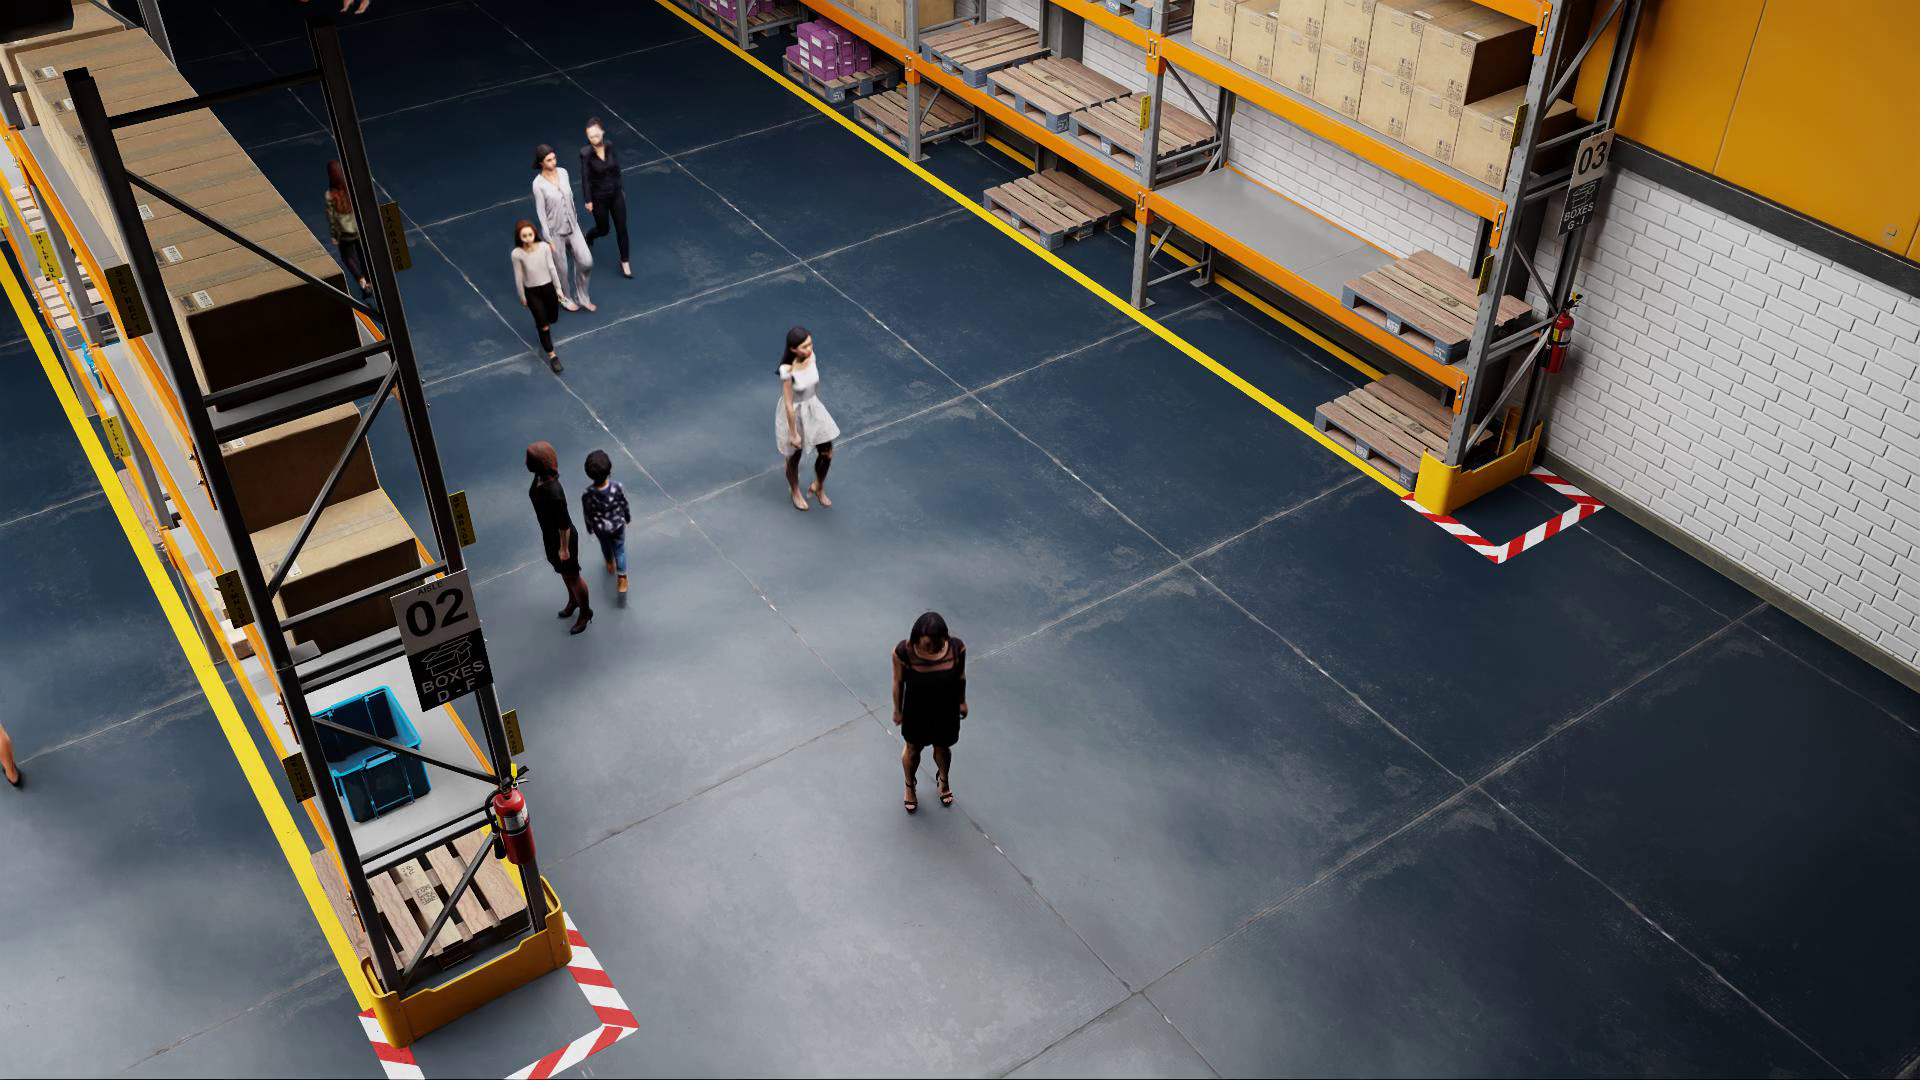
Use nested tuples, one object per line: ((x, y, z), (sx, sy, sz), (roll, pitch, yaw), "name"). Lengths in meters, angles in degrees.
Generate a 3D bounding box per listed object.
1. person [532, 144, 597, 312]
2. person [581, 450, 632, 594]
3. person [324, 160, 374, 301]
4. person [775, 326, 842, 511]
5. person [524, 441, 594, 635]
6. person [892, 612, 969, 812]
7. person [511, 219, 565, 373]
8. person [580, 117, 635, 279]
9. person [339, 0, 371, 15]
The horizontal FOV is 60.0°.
((-3.908, -3.008, 16.009), (0.721, 1.759, 0.693), (30, 47, 32), "person")
((-2.709, -0.122, 12.819), (0.678, 1.231, 0.904), (-9, 40, -12), "person")
((-5.903, -2.981, 16.208), (0.593, 1.469, 0.704), (-23, 44, -26), "person")
((-1.360, -0.979, 13.466), (0.789, 1.762, 0.728), (29, 47, 31), "person")
((-2.965, -0.025, 12.318), (0.659, 1.704, 0.456), (-20, 43, -23), "person")
((-0.203, 1.109, 10.891), (0.747, 1.712, 0.746), (-6, 39, -8), "person")
((-3.897, -2.320, 15.378), (0.552, 1.471, 0.892), (-21, 43, -24), "person")
((-3.586, -3.416, 16.574), (0.977, 1.691, 0.720), (28, 46, 30), "person")
((-8.127, -7.873, 22.118), (0.734, 1.738, 0.658), (-28, 46, -30), "person")
